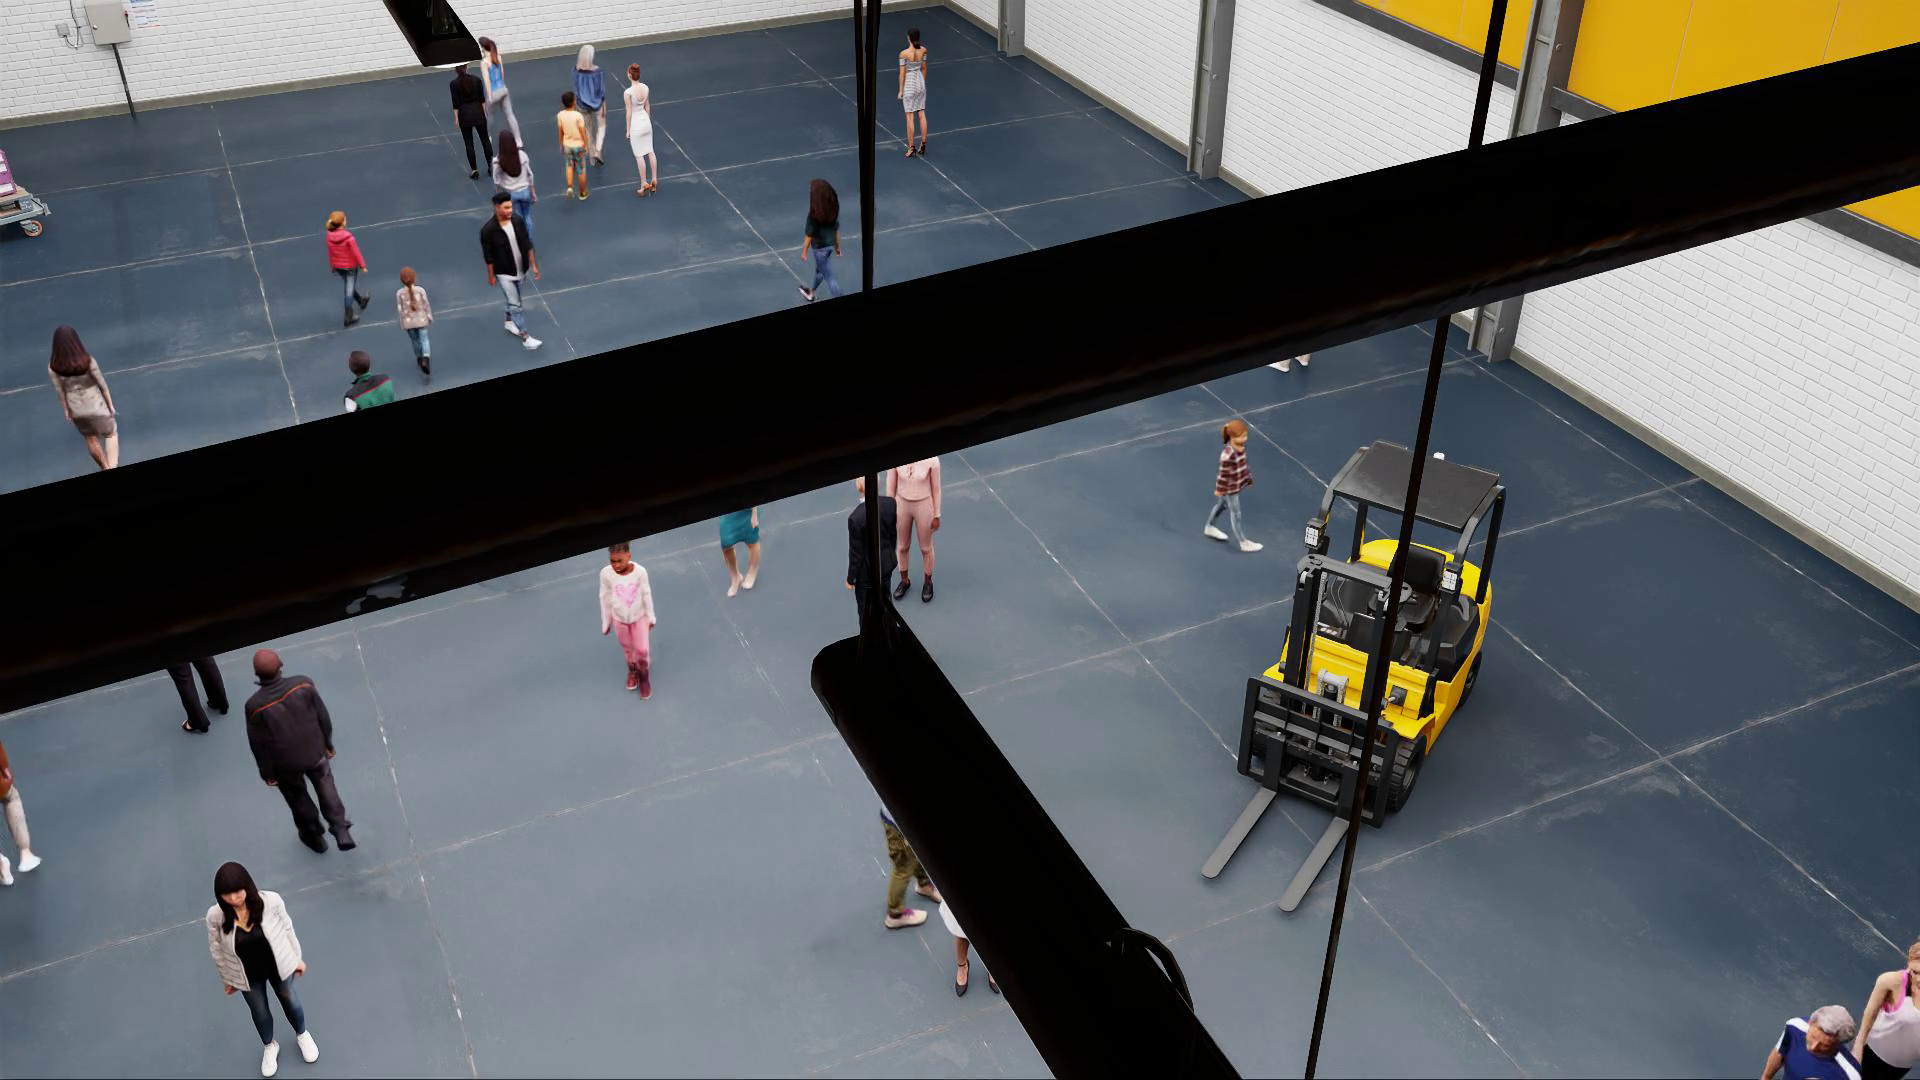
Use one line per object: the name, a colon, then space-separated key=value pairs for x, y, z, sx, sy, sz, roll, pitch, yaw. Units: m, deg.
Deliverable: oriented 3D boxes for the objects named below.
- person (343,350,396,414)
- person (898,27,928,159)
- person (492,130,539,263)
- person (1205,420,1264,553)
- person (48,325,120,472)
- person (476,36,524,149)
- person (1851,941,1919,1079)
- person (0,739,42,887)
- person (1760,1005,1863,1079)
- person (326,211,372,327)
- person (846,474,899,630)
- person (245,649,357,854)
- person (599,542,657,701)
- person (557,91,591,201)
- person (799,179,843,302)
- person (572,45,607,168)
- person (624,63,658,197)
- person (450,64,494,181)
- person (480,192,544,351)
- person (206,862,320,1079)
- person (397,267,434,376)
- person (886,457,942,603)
person: x=-5.203 y=-0.848 z=15.099 sx=1.329 sy=1.792 sz=1.087 roll=21 pitch=39 yaw=29
person: x=-0.631 y=-6.248 z=23.195 sx=0.621 sy=1.823 sz=0.573 roll=-20 pitch=39 yaw=-27
person: x=-5.360 y=-4.161 z=20.241 sx=0.645 sy=1.617 sz=0.663 roll=-17 pitch=37 yaw=-24
person: x=2.398 y=-0.529 z=15.082 sx=0.925 sy=1.278 sz=0.799 roll=18 pitch=38 yaw=25
person: x=-8.207 y=-1.196 z=15.672 sx=0.668 sy=1.735 sz=0.908 roll=-9 pitch=35 yaw=-14
person: x=-6.482 y=-6.267 z=23.458 sx=1.161 sy=1.563 sz=0.970 roll=21 pitch=39 yaw=28
person: x=5.315 y=2.887 z=9.504 sx=0.746 sy=1.765 sz=0.759 roll=-6 pitch=34 yaw=-8
person: x=-6.712 y=1.658 z=11.297 sx=0.725 sy=1.827 sz=0.699 roll=-19 pitch=38 yaw=-26
person: x=4.673 y=3.142 z=9.108 sx=0.851 sy=1.777 sz=1.052 roll=-8 pitch=35 yaw=-12
person: x=-7.013 y=-3.064 z=18.886 sx=0.854 sy=1.289 sz=0.923 roll=10 pitch=35 yaw=15
person: x=-0.714 y=0.203 z=13.510 sx=0.725 sy=1.800 sz=0.768 roll=28 pitch=42 yaw=35
person: x=-4.554 y=1.519 z=11.515 sx=0.837 sy=1.817 sz=0.970 roll=-25 pitch=41 yaw=-32
person: x=-2.644 y=0.554 z=13.311 sx=0.681 sy=1.434 sz=0.738 roll=-1 pitch=34 yaw=-2
person: x=-5.101 y=-5.155 z=21.884 sx=0.692 sy=1.453 sz=0.773 roll=2 pitch=34 yaw=4
person: x=-1.494 y=-3.294 z=18.968 sx=1.113 sy=1.581 sz=0.881 roll=24 pitch=40 yaw=31
person: x=-5.072 y=-5.902 z=22.798 sx=0.793 sy=1.686 sz=0.883 roll=0 pitch=34 yaw=-1
person: x=-4.227 y=-5.428 z=21.987 sx=0.624 sy=1.793 sz=0.641 roll=24 pitch=40 yaw=31
person: x=-6.616 y=-5.715 z=22.539 sx=0.595 sy=1.661 sz=0.538 roll=-16 pitch=37 yaw=-22
person: x=-5.021 y=-3.021 z=18.406 sx=1.252 sy=1.749 sz=0.996 roll=28 pitch=43 yaw=35
person: x=-4.237 y=2.572 z=10.093 sx=0.614 sy=1.637 sz=0.524 roll=-15 pitch=36 yaw=-21
person: x=-5.861 y=-2.340 z=17.894 sx=0.560 sy=1.182 sz=0.803 roll=-9 pitch=35 yaw=-13
person: x=-0.385 y=-0.242 z=14.252 sx=0.693 sy=1.720 sz=0.716 roll=6 pitch=34 yaw=9
